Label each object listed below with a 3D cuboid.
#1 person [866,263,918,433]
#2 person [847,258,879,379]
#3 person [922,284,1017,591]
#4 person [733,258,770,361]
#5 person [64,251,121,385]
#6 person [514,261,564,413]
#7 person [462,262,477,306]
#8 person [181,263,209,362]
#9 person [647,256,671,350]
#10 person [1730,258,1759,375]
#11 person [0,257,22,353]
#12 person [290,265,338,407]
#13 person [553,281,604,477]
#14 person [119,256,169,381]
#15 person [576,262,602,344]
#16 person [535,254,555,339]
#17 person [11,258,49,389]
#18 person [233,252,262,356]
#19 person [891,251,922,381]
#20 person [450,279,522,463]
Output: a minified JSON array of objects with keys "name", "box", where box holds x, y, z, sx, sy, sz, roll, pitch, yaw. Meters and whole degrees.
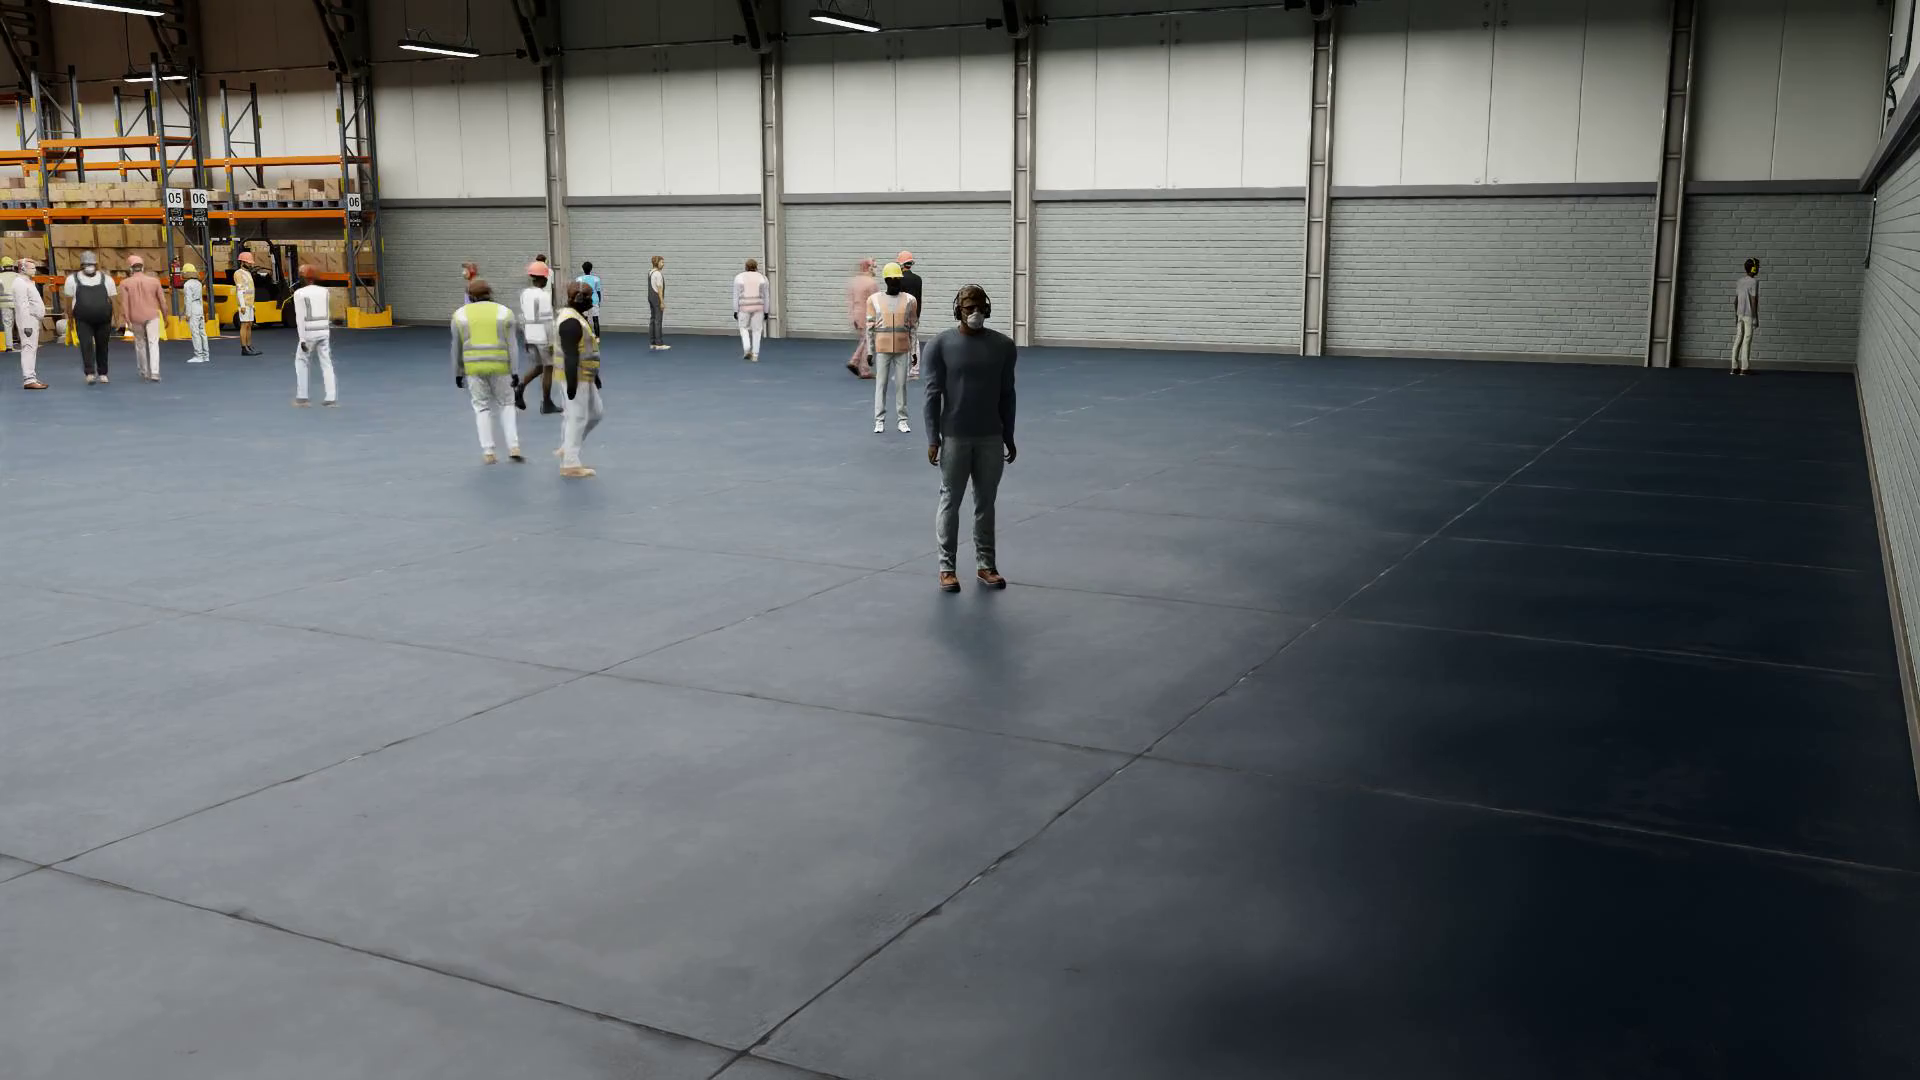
[{"name":"person","box":[-0.772,-2.181,18.935,0.594,1.929,0.352,-2,11,-9]},{"name":"person","box":[-1.453,-3.464,26.053,0.422,1.897,0.653,-6,12,-28]},{"name":"person","box":[0.072,-0.648,10.555,0.631,1.939,0.369,-4,11,-20]},{"name":"person","box":[-3.717,-4.100,29.677,0.656,1.829,0.451,-2,11,-10]},{"name":"person","box":[-13.032,-3.355,25.038,0.702,2.000,0.978,-7,12,-33]},{"name":"person","box":[-5.318,-2.528,20.857,0.548,1.919,0.607,10,14,43]},{"name":"person","box":[-7.389,-3.311,25.367,0.445,1.832,0.560,-5,11,-24]},{"name":"person","box":[-13.600,-4.023,29.493,0.323,1.742,0.492,1,10,4]},{"name":"person","box":[-5.960,-4.667,32.741,0.346,1.841,0.506,-7,12,-33]},{"name":"person","box":[12.675,-3.588,26.770,0.327,1.874,0.518,-2,11,-11]},{"name":"person","box":[-18.117,-4.485,31.779,0.591,1.830,0.403,-7,13,-34]},{"name":"person","box":[-8.497,-2.654,21.725,0.814,1.856,0.593,6,12,31]},{"name":"person","box":[-3.560,-1.505,15.550,0.451,1.819,0.641,-2,11,-9]},{"name":"person","box":[-12.625,-3.426,25.766,0.640,1.932,1.095,-5,12,-27]},{"name":"person","box":[-7.677,-4.900,34.405,0.532,1.696,0.319,-4,11,-22]},{"name":"person","box":[-8.409,-4.824,33.536,0.521,1.865,0.335,-9,14,-41]},{"name":"person","box":[-13.615,-3.164,24.373,0.401,1.904,0.651,-4,11,-23]},{"name":"person","box":[-13.335,-4.417,31.126,0.362,1.934,0.543,-1,10,-4]},{"name":"person","box":[-0.831,-3.458,25.723,0.381,1.994,0.622,8,13,37]},{"name":"person","box":[-4.695,-1.661,16.448,0.647,1.808,0.440,-2,11,-11]}]
